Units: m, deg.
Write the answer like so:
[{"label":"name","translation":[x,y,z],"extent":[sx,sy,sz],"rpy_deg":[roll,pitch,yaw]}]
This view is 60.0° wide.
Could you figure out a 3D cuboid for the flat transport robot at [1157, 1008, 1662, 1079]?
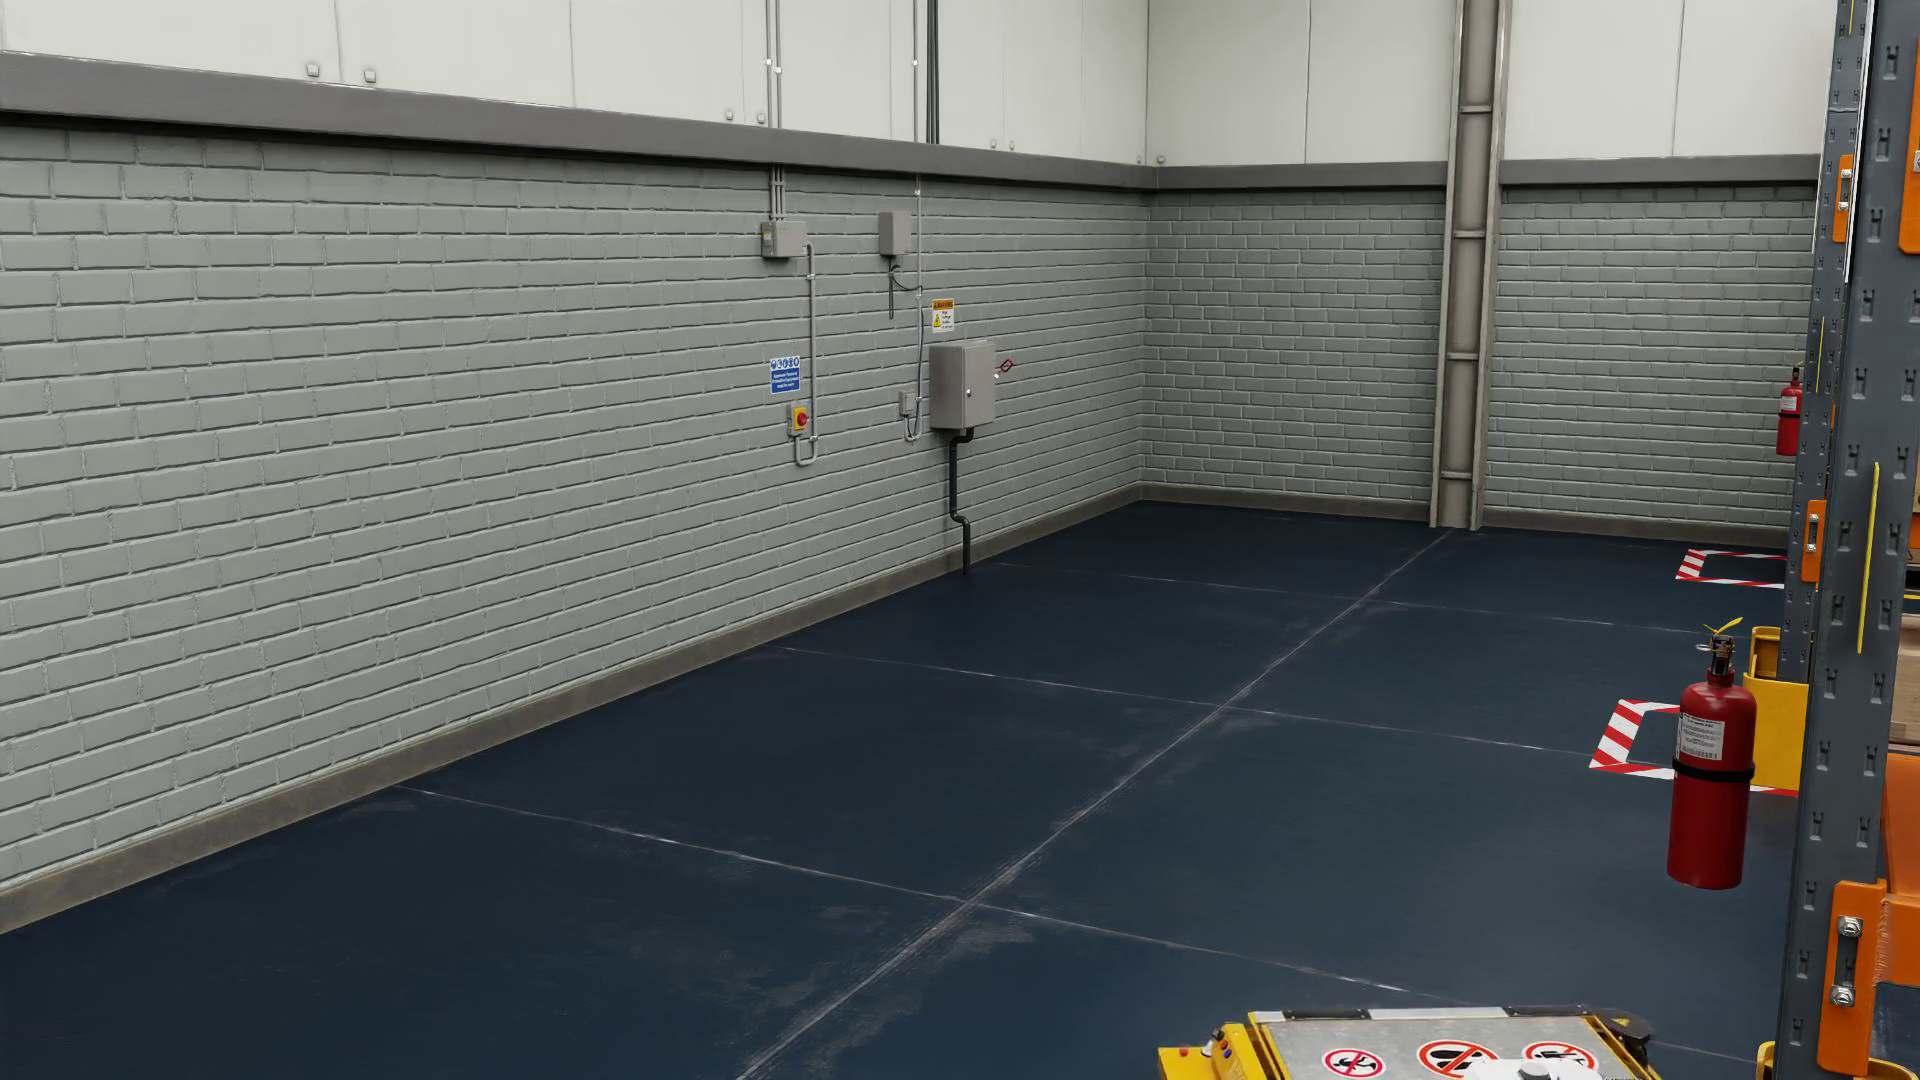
[{"label":"flat transport robot","translation":[1.312,1.545,4.646],"extent":[1.431,0.197,0.652],"rpy_deg":[0,10,-2]}]

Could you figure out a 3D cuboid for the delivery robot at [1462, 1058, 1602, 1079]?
[{"label":"delivery robot","translation":[1.449,1.488,3.929],"extent":[0.477,0.478,0.707],"rpy_deg":[0,10,-2]}]
